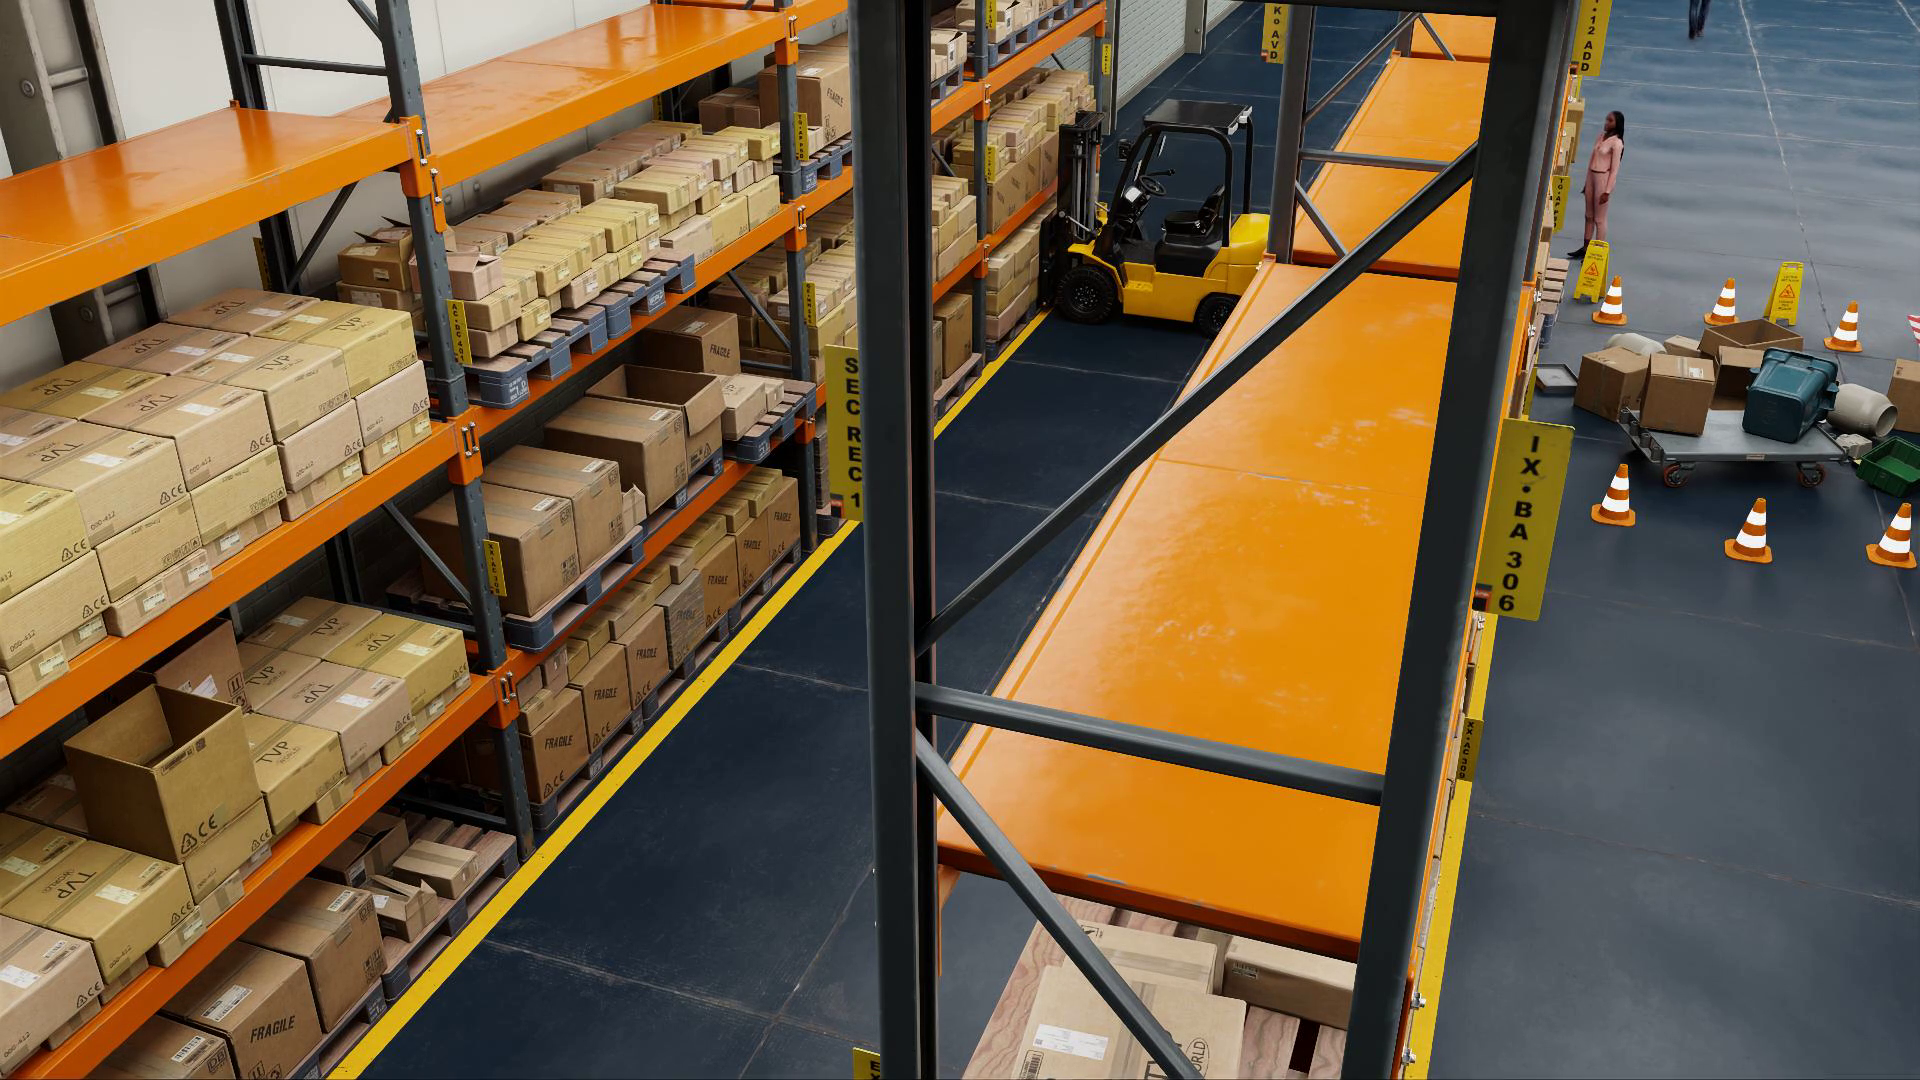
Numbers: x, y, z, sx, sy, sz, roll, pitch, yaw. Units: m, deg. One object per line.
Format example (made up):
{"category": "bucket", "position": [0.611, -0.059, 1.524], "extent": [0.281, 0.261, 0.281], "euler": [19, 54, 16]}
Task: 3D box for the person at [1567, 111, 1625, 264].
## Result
{"category": "person", "position": [7.263, -4.004, 18.857], "extent": [0.762, 1.719, 0.656], "euler": [-6, 29, -11]}
